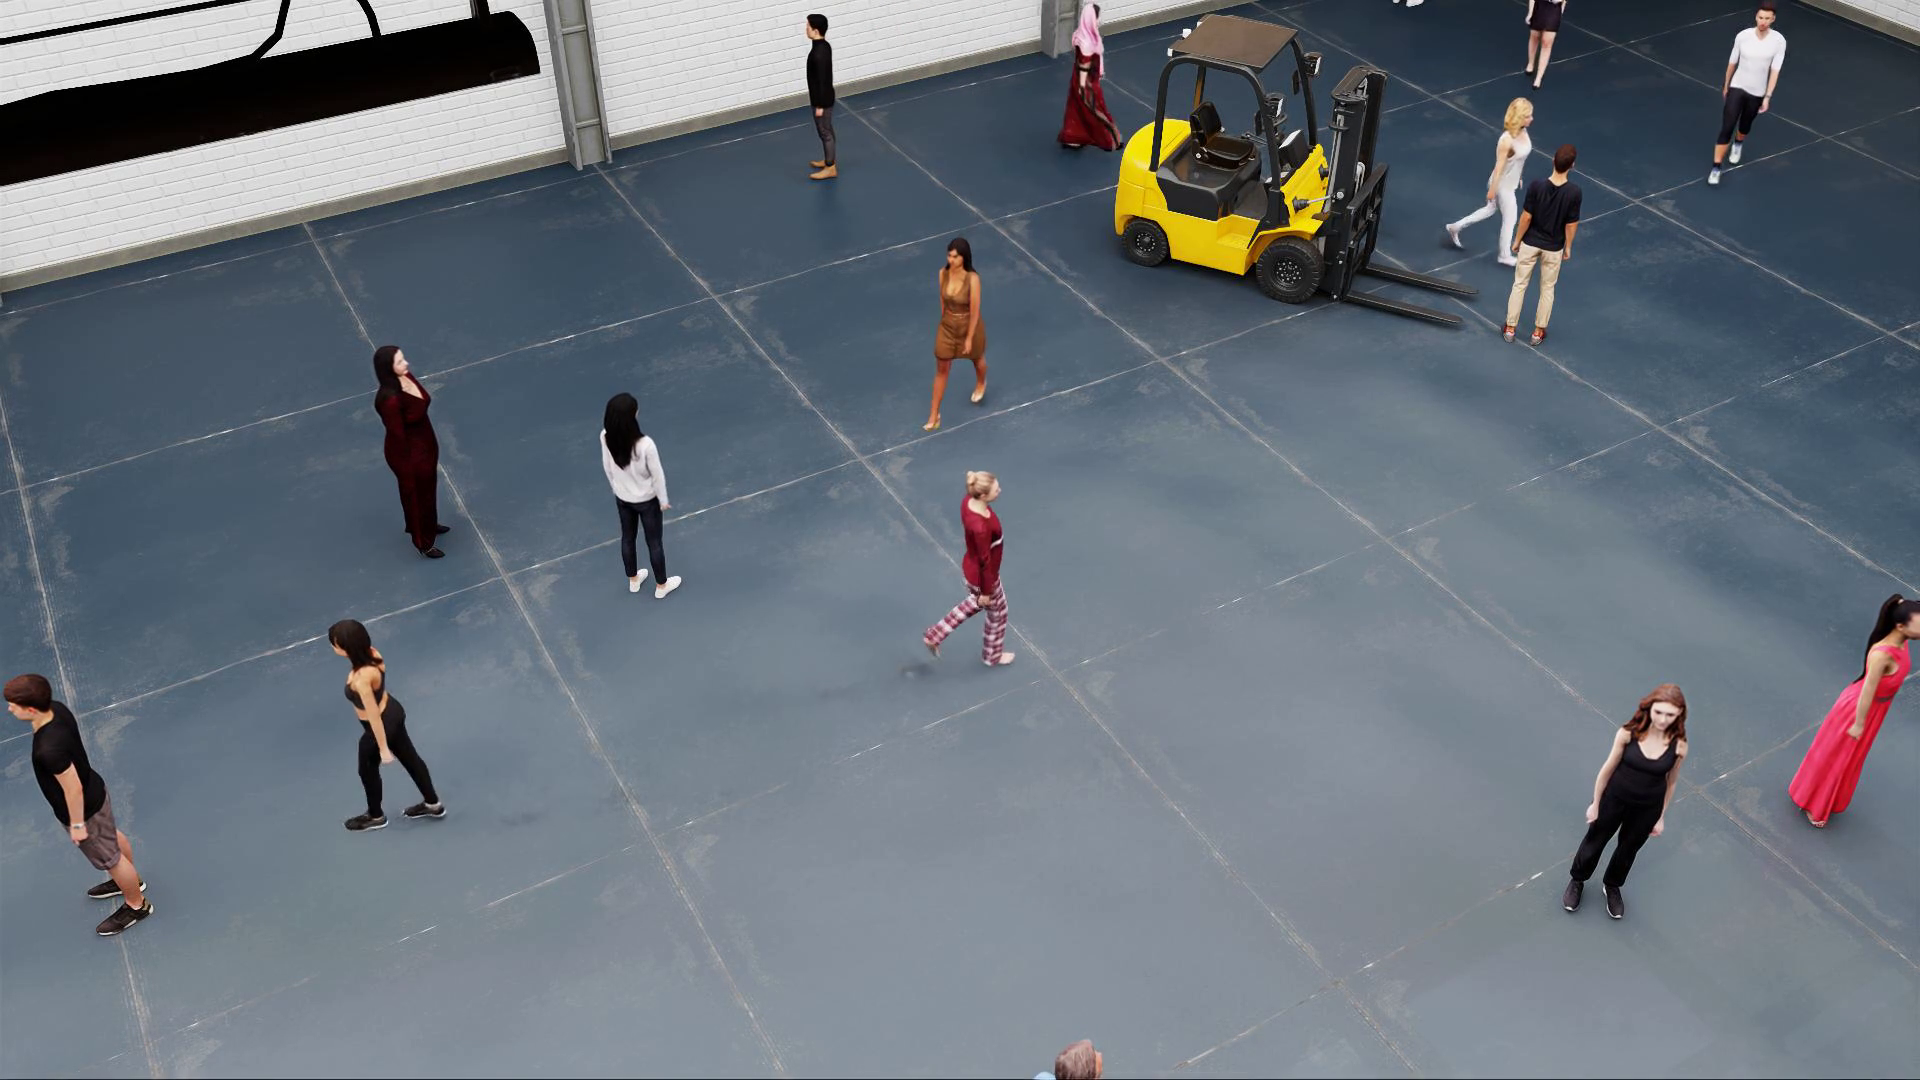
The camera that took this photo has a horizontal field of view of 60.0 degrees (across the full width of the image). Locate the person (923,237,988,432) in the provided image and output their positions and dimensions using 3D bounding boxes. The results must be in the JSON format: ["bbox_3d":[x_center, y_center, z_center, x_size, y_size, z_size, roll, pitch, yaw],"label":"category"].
[{"bbox_3d":[0.066,-1.727,13.619,0.945,1.635,1.164,19,42,22],"label":"person"}]

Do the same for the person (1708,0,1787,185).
[{"bbox_3d":[8.137,-4.656,17.140,1.101,1.819,1.280,16,41,19],"label":"person"}]

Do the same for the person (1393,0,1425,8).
[{"bbox_3d":[5.734,-7.635,20.906,0.581,1.774,0.628,-30,47,-32],"label":"person"}]

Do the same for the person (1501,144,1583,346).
[{"bbox_3d":[5.079,-2.568,14.494,0.710,1.857,0.752,12,40,14],"label":"person"}]

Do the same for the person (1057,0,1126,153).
[{"bbox_3d":[1.255,-4.872,17.555,1.095,1.638,0.975,3,39,3],"label":"person"}]

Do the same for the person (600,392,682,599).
[{"bbox_3d":[-2.298,-0.320,11.806,0.699,1.700,0.733,14,41,17],"label":"person"}]

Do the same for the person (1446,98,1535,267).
[{"bbox_3d":[5.065,-3.408,15.722,0.986,1.638,1.072,20,43,23],"label":"person"}]

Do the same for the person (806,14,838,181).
[{"bbox_3d":[-1.415,-4.569,17.108,0.724,1.722,0.725,0,39,0],"label":"person"}]

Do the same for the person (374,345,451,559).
[{"bbox_3d":[-4.035,-0.666,12.193,0.755,1.757,0.756,-2,39,-3],"label":"person"}]

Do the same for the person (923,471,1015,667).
[{"bbox_3d":[0.072,0.216,11.151,0.950,1.679,0.764,-9,39,-11],"label":"person"}]

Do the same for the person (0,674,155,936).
[{"bbox_3d":[-4.992,1.467,9.439,0.568,1.862,0.678,-18,42,-22],"label":"person"}]

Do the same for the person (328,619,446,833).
[{"bbox_3d":[-3.407,1.123,10.059,0.931,1.625,0.790,-4,39,-5],"label":"person"}]

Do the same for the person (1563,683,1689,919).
[{"bbox_3d":[3.835,1.476,9.517,0.653,1.748,0.718,8,39,10],"label":"person"}]

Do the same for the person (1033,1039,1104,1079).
[{"bbox_3d":[0.511,2.903,7.674,0.715,1.820,0.672,30,48,32],"label":"person"}]

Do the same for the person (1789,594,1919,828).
[{"bbox_3d":[5.468,1.033,10.089,0.739,1.727,0.602,31,48,33],"label":"person"}]

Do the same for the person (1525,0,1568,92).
[{"bbox_3d":[6.693,-6.031,19.027,0.996,1.612,1.068,11,40,14],"label":"person"}]
